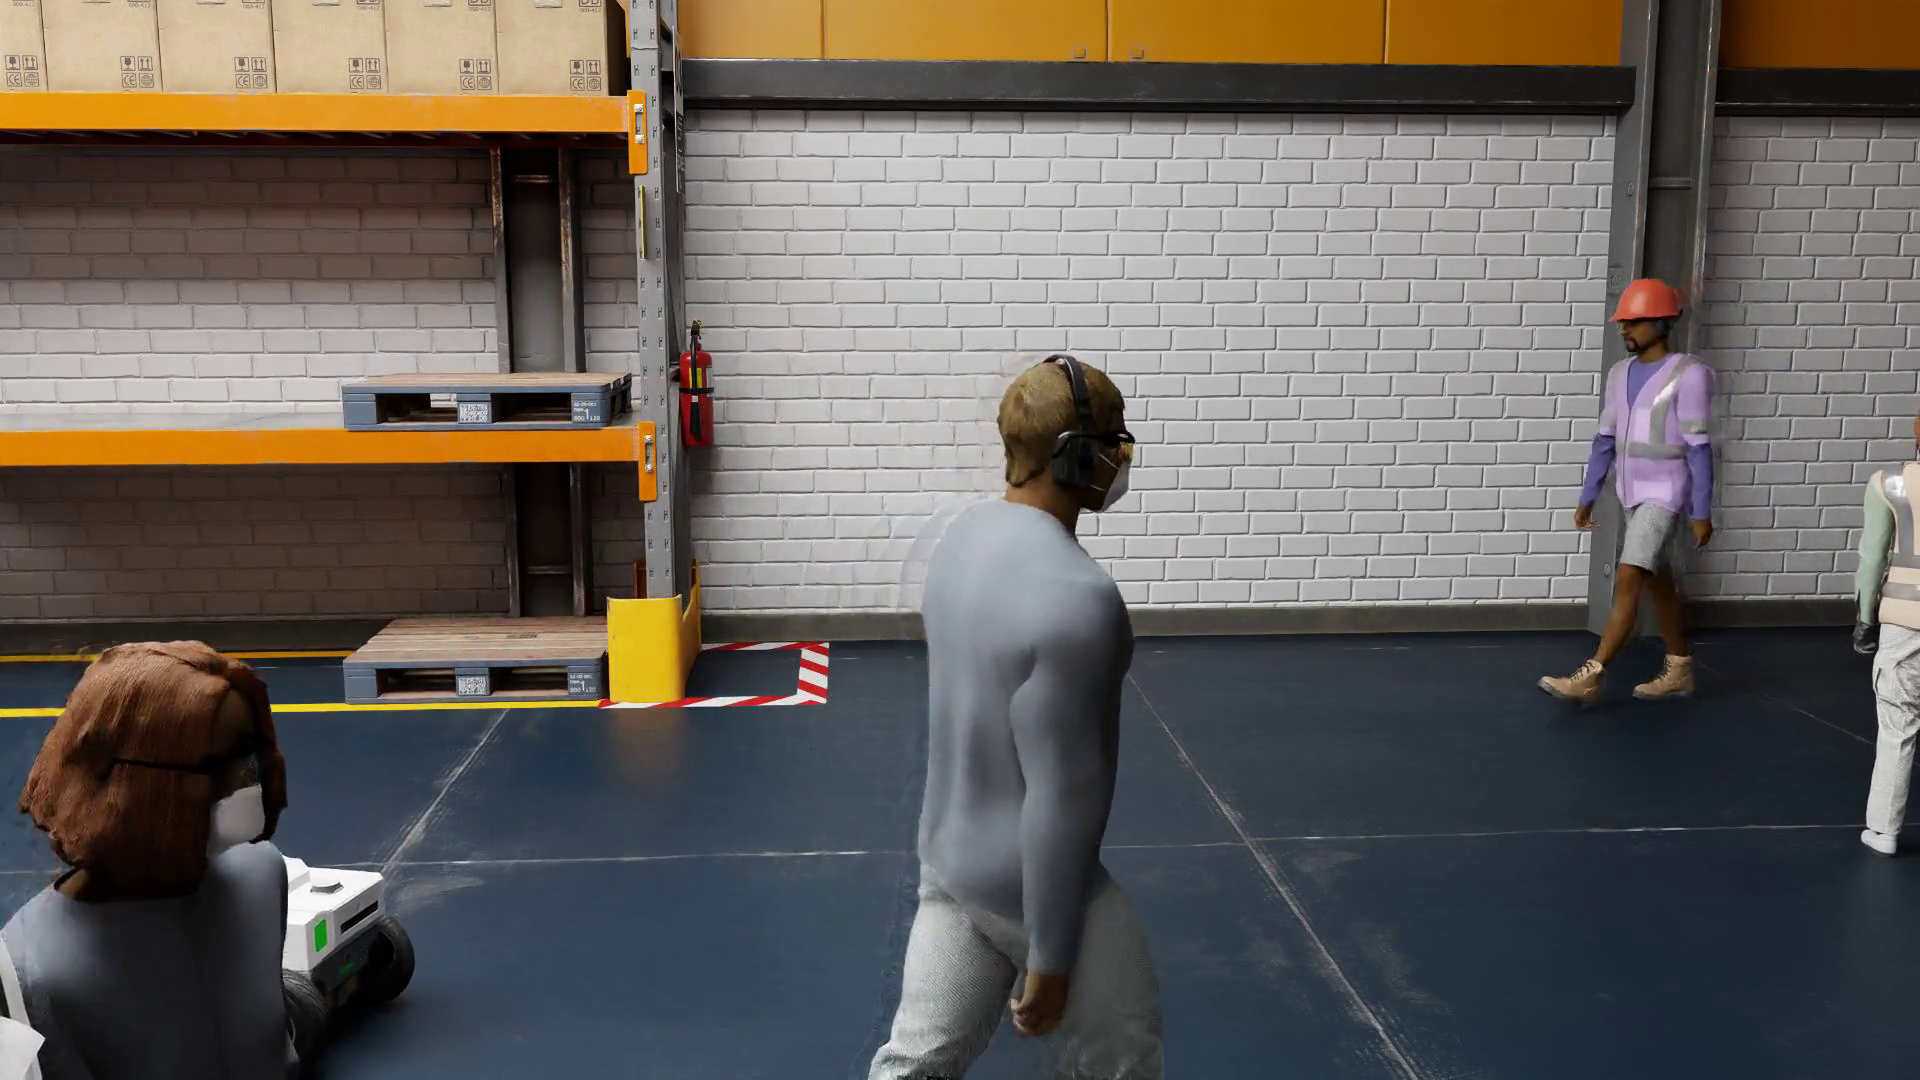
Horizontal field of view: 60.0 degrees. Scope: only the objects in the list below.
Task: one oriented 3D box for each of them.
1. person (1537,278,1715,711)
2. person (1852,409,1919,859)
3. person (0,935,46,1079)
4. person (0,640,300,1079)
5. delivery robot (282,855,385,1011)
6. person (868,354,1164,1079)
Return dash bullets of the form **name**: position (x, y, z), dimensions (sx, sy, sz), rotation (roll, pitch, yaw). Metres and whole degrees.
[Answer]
- **person**: position (3.103, -0.200, 7.747), dimensions (1.000, 1.994, 0.633), rotation (-2, 9, -13)
- **person**: position (3.353, 0.304, 5.714), dimensions (0.514, 1.636, 0.314), rotation (5, 10, 27)
- **person**: position (-0.962, 0.852, 1.499), dimensions (0.337, 1.881, 0.583), rotation (-4, 10, -24)
- **person**: position (-0.835, 0.916, 1.921), dimensions (0.484, 1.620, 0.516), rotation (3, 9, 16)
- **delivery robot**: position (-1.912, 1.003, 4.414), dimensions (0.707, 0.478, 0.477), rotation (2, 9, 11)
- **person**: position (0.126, 0.612, 3.044), dimensions (1.028, 1.897, 0.643), rotation (-4, 10, -26)
